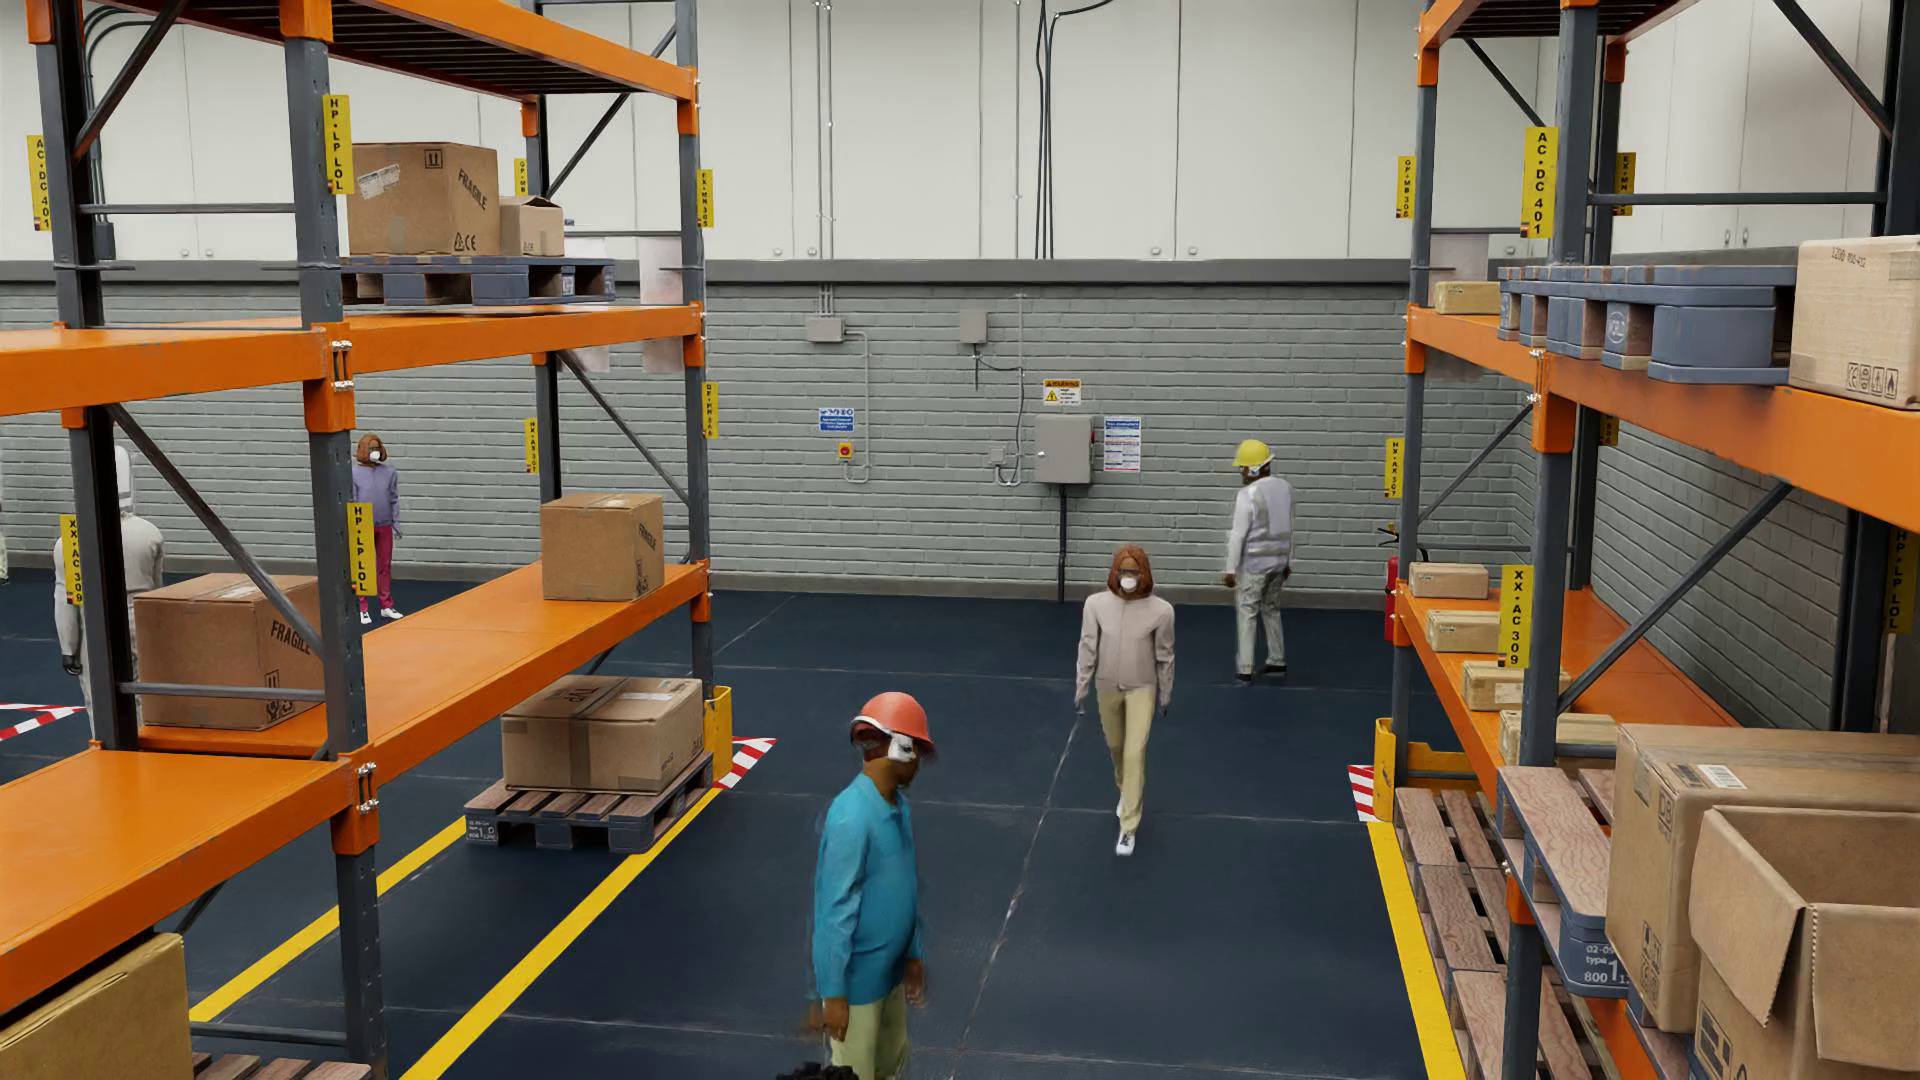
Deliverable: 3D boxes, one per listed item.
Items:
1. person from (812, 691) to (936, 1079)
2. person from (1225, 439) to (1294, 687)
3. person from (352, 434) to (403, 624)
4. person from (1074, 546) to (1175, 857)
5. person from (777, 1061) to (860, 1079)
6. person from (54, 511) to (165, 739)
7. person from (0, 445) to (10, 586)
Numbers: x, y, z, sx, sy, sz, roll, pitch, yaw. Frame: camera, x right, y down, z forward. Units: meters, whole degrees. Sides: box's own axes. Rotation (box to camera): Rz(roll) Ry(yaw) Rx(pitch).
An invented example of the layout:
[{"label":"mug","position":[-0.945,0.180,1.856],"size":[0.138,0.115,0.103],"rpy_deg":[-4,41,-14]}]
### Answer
[{"label":"person","position":[-0.282,1.350,5.220],"size":[0.327,1.704,0.644],"rpy_deg":[3,10,16]},{"label":"person","position":[2.205,0.160,12.214],"size":[0.621,1.813,0.418],"rpy_deg":[-8,12,-41]},{"label":"person","position":[-5.067,-0.104,14.378],"size":[0.284,1.636,0.500],"rpy_deg":[8,12,41]},{"label":"person","position":[0.900,0.801,8.934],"size":[0.500,1.592,0.852],"rpy_deg":[3,10,20]},{"label":"person","position":[-0.258,1.721,2.931],"size":[0.316,1.697,0.542],"rpy_deg":[3,10,18]},{"label":"person","position":[-4.893,0.546,9.584],"size":[0.401,1.899,0.636],"rpy_deg":[6,11,33]},{"label":"person","position":[-9.438,-0.413,15.972],"size":[0.578,1.738,0.354],"rpy_deg":[3,10,20]}]
